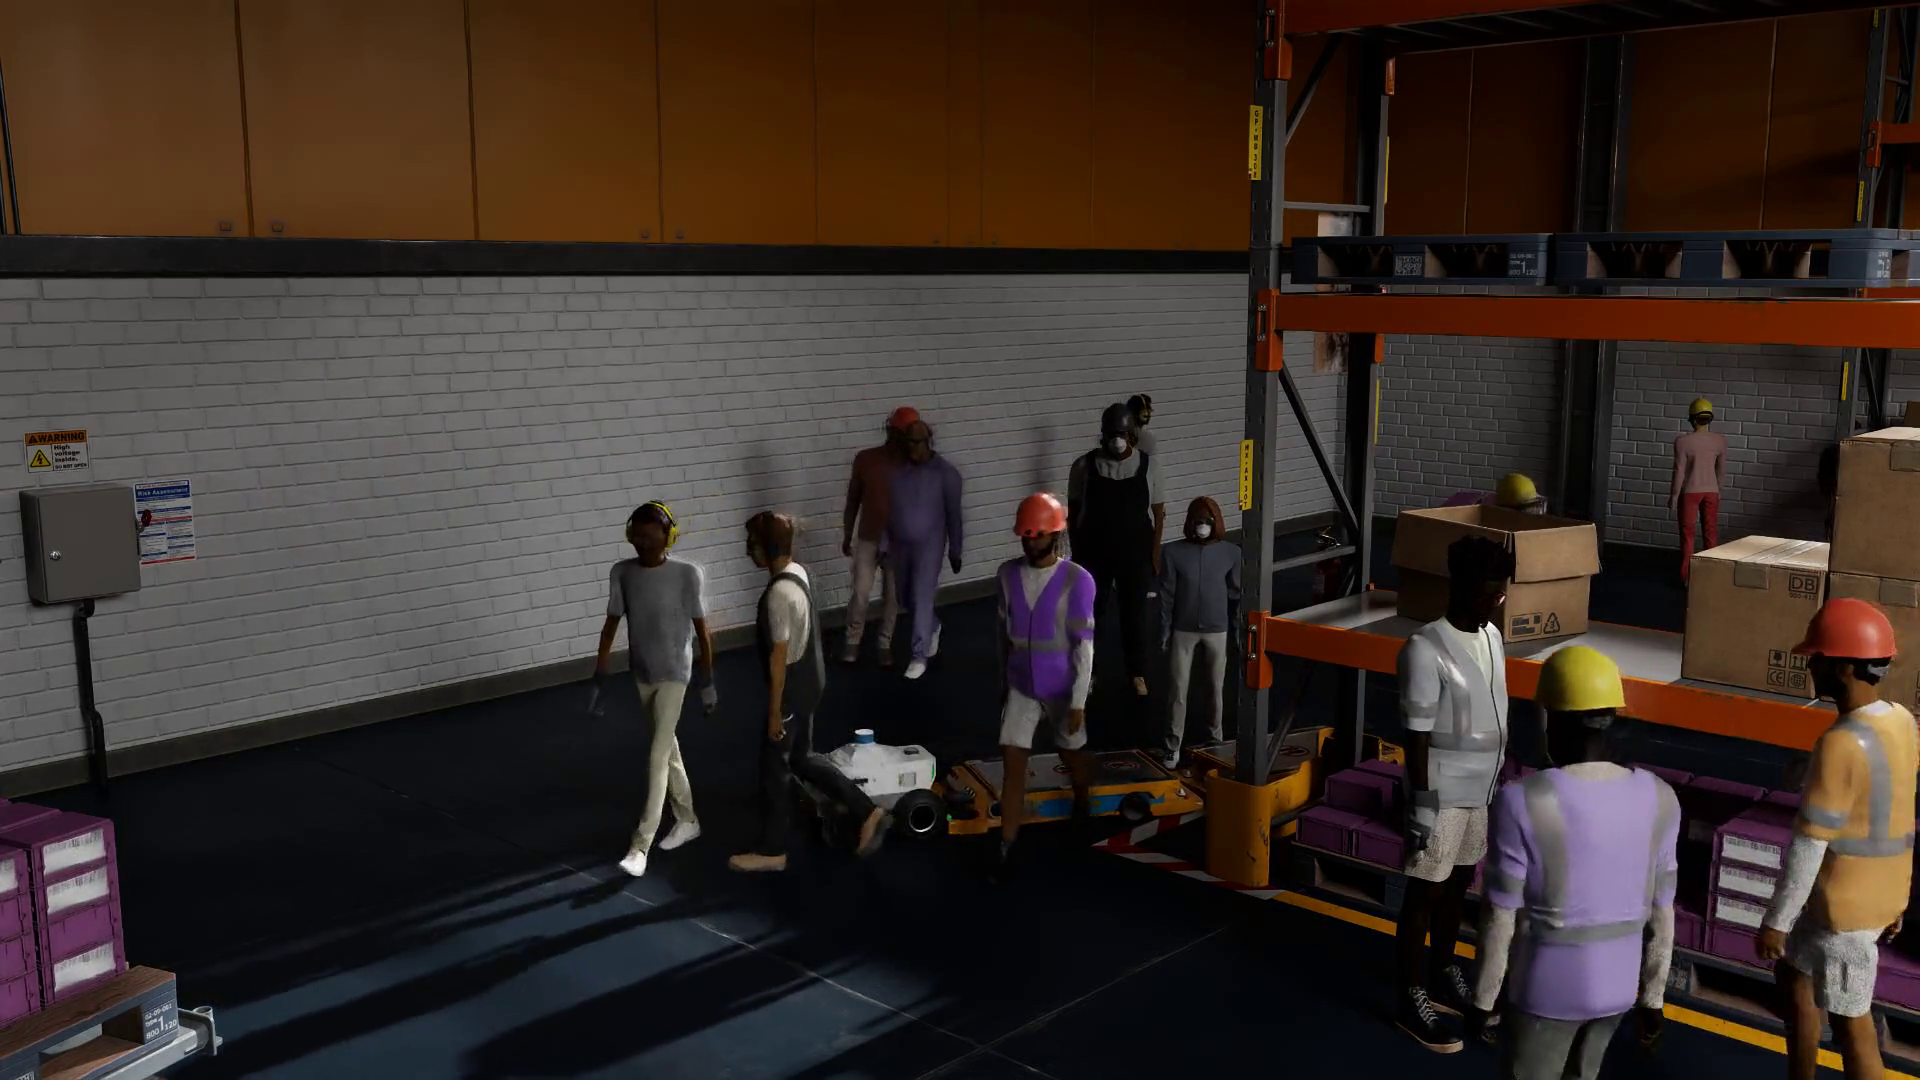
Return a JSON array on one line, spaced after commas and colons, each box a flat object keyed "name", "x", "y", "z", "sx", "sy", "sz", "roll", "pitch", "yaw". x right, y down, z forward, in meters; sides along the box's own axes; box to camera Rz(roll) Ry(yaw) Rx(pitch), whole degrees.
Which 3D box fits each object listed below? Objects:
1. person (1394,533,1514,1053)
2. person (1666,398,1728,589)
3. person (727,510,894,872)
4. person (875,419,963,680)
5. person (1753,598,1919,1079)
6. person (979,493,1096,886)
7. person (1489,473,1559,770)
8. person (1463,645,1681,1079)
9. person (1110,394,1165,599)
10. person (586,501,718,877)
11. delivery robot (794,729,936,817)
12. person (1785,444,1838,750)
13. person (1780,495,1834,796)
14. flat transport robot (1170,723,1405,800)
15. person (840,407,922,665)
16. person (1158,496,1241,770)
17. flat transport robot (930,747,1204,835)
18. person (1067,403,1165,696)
[{"name": "person", "x": 1.898, "y": 0.946, "z": 6.363, "sx": 0.603, "sy": 1.959, "sz": 0.379, "roll": -9, "pitch": 13, "yaw": -44}, {"name": "person", "x": 6.796, "y": -0.425, "z": 15.357, "sx": 0.523, "sy": 1.769, "sz": 0.321, "roll": -1, "pitch": 9, "yaw": -7}, {"name": "person", "x": -0.744, "y": 0.743, "z": 8.054, "sx": 0.736, "sy": 1.819, "sz": 0.542, "roll": 1, "pitch": 9, "yaw": 7}, {"name": "person", "x": -0.276, "y": 0.029, "z": 12.252, "sx": 0.626, "sy": 1.872, "sz": 0.834, "roll": 5, "pitch": 10, "yaw": 27}, {"name": "person", "x": 2.742, "y": 1.130, "z": 5.357, "sx": 0.701, "sy": 1.912, "sz": 0.565, "roll": 9, "pitch": 13, "yaw": 44}, {"name": "person", "x": 0.410, "y": 0.697, "z": 8.157, "sx": 0.550, "sy": 1.890, "sz": 0.989, "roll": 5, "pitch": 11, "yaw": 28}, {"name": "person", "x": 3.262, "y": 0.498, "z": 9.660, "sx": 0.593, "sy": 1.783, "sz": 0.888, "roll": -1, "pitch": 9, "yaw": -7}, {"name": "person", "x": 1.755, "y": 1.251, "z": 4.661, "sx": 0.593, "sy": 1.903, "sz": 0.662, "roll": -3, "pitch": 10, "yaw": -18}, {"name": "person", "x": 1.575, "y": -0.366, "z": 14.770, "sx": 0.429, "sy": 1.846, "sz": 0.515, "roll": -6, "pitch": 11, "yaw": -32}, {"name": "person", "x": -1.534, "y": 0.720, "z": 8.172, "sx": 0.527, "sy": 1.811, "sz": 0.925, "roll": 4, "pitch": 10, "yaw": 22}, {"name": "delivery robot", "x": -0.497, "y": 1.227, "z": 8.644, "sx": 0.707, "sy": 0.478, "sz": 0.477, "roll": -3, "pitch": 10, "yaw": -20}, {"name": "person", "x": 5.274, "y": 0.371, "z": 10.026, "sx": 0.439, "sy": 1.906, "sz": 0.630, "roll": 7, "pitch": 12, "yaw": 37}, {"name": "person", "x": 4.185, "y": 0.698, "z": 7.954, "sx": 0.630, "sy": 1.938, "sz": 0.372, "roll": -7, "pitch": 12, "yaw": -38}, {"name": "flat transport robot", "x": 1.940, "y": 1.280, "z": 9.474, "sx": 1.431, "sy": 0.197, "sz": 0.652, "roll": -5, "pitch": 10, "yaw": -27}, {"name": "person", "x": -0.539, "y": -0.018, "z": 12.329, "sx": 0.688, "sy": 1.938, "sz": 0.399, "roll": 1, "pitch": 9, "yaw": 4}, {"name": "person", "x": 1.413, "y": 0.550, "z": 9.785, "sx": 0.498, "sy": 1.634, "sz": 0.282, "roll": 1, "pitch": 9, "yaw": 7}, {"name": "flat transport robot", "x": 0.537, "y": 1.349, "z": 9.054, "sx": 1.431, "sy": 0.197, "sz": 0.652, "roll": -3, "pitch": 10, "yaw": -16}, {"name": "person", "x": 1.080, "y": 0.070, "z": 11.483, "sx": 0.679, "sy": 2.000, "sz": 0.537, "roll": 0, "pitch": 9, "yaw": 2}]
